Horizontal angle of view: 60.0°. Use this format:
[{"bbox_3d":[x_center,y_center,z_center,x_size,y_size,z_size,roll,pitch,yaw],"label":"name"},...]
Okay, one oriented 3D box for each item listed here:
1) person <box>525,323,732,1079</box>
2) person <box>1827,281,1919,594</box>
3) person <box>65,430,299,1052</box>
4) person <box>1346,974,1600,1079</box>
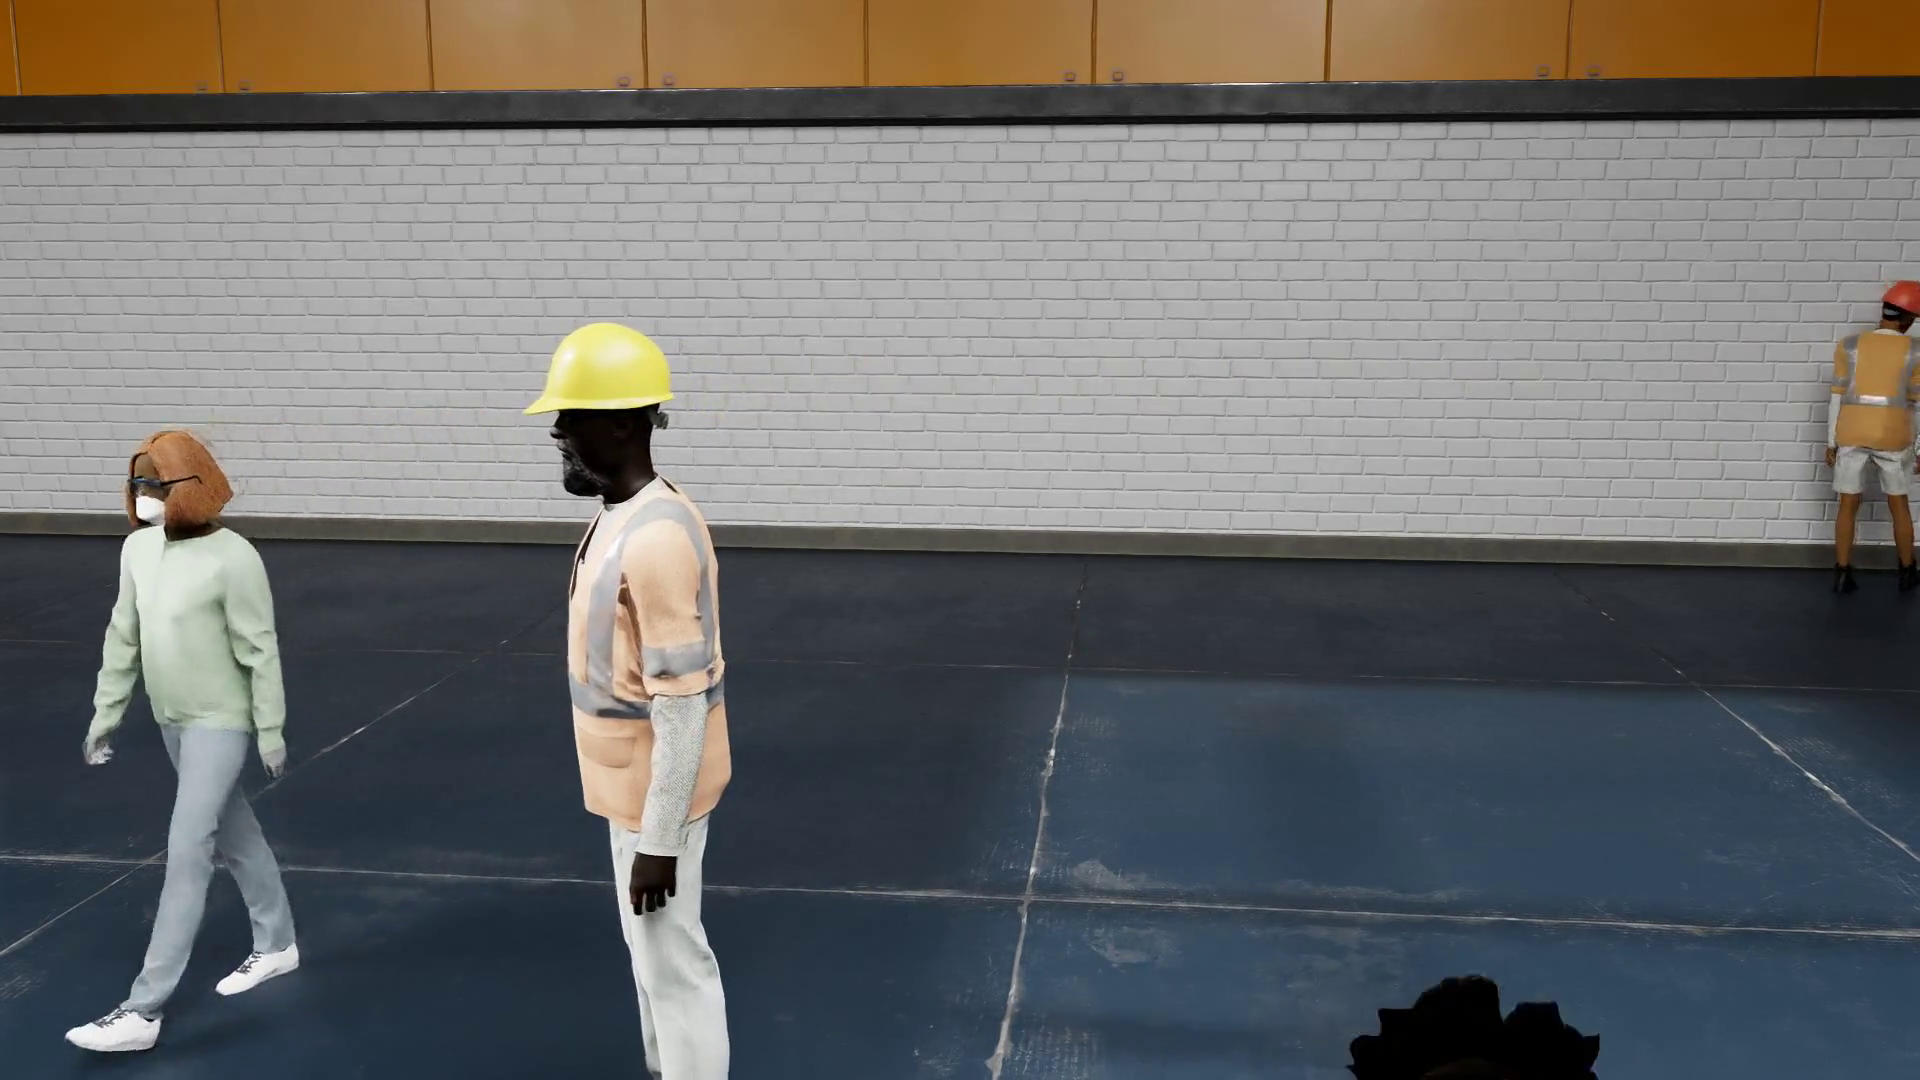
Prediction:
[{"bbox_3d":[-0.680,0.512,3.504,0.388,1.926,0.590,-3,10,-17],"label":"person"},{"bbox_3d":[5.565,-0.614,10.079,0.550,1.898,0.563,7,12,34],"label":"person"},{"bbox_3d":[-2.097,0.520,4.393,0.515,1.600,0.794,6,12,32],"label":"person"},{"bbox_3d":[0.342,1.064,1.100,0.553,1.647,0.864,0,10,-2],"label":"person"}]
